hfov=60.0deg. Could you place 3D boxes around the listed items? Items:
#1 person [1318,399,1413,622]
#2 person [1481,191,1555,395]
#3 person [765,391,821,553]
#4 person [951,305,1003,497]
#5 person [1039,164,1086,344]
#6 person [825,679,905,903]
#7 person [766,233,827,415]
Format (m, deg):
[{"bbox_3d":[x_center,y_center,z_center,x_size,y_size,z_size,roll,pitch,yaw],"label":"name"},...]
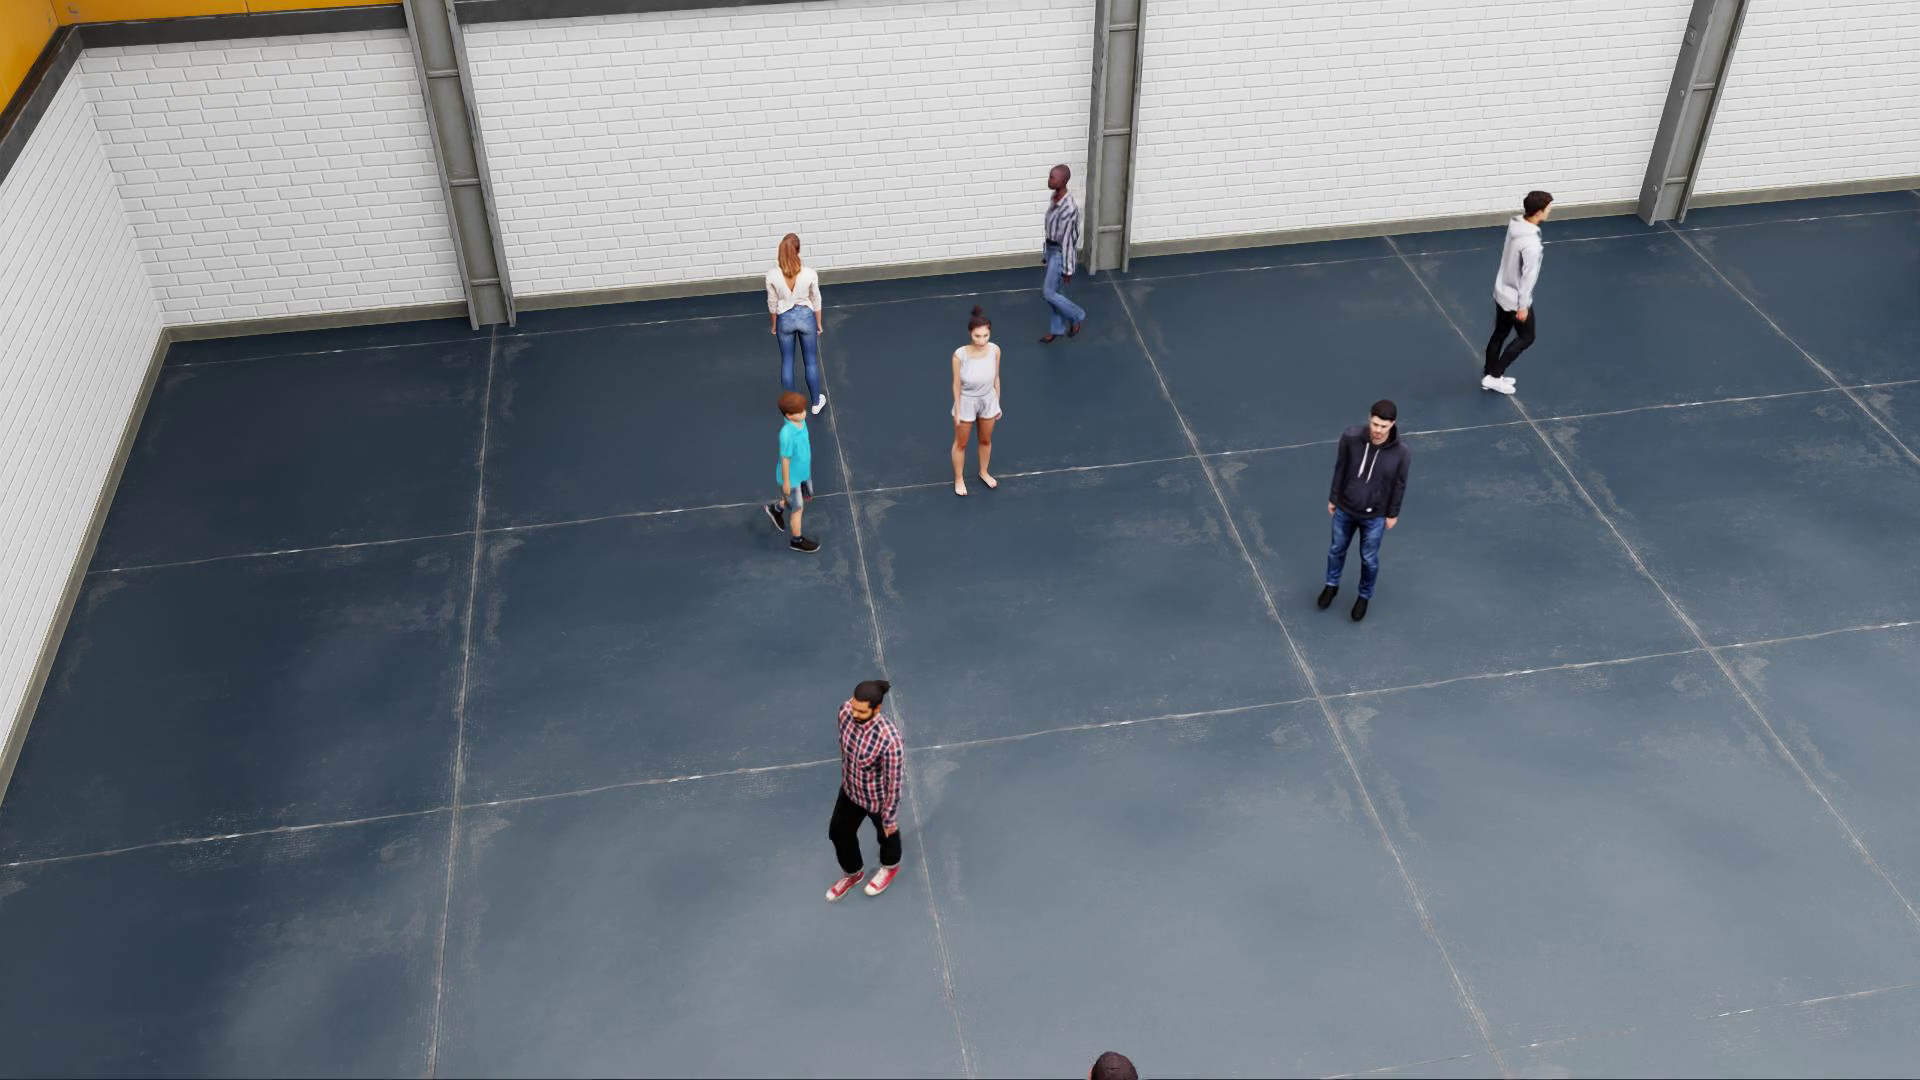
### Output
[{"bbox_3d":[2.934,-0.258,12.064,0.737,1.887,0.818,20,43,23],"label":"person"},{"bbox_3d":[4.709,-2.114,14.363,0.646,1.917,0.741,-2,39,-3],"label":"person"},{"bbox_3d":[-1.337,-0.551,12.791,0.831,1.438,0.722,13,40,15],"label":"person"},{"bbox_3d":[0.122,-1.120,13.342,0.509,1.637,0.663,-14,41,-17],"label":"person"},{"bbox_3d":[0.978,-2.562,15.031,0.706,1.784,0.681,-11,40,-13],"label":"person"},{"bbox_3d":[-0.487,1.456,10.029,0.917,1.747,0.969,28,46,31],"label":"person"},{"bbox_3d":[-1.394,-1.831,14.167,0.509,1.720,0.695,-1,39,-2],"label":"person"}]
